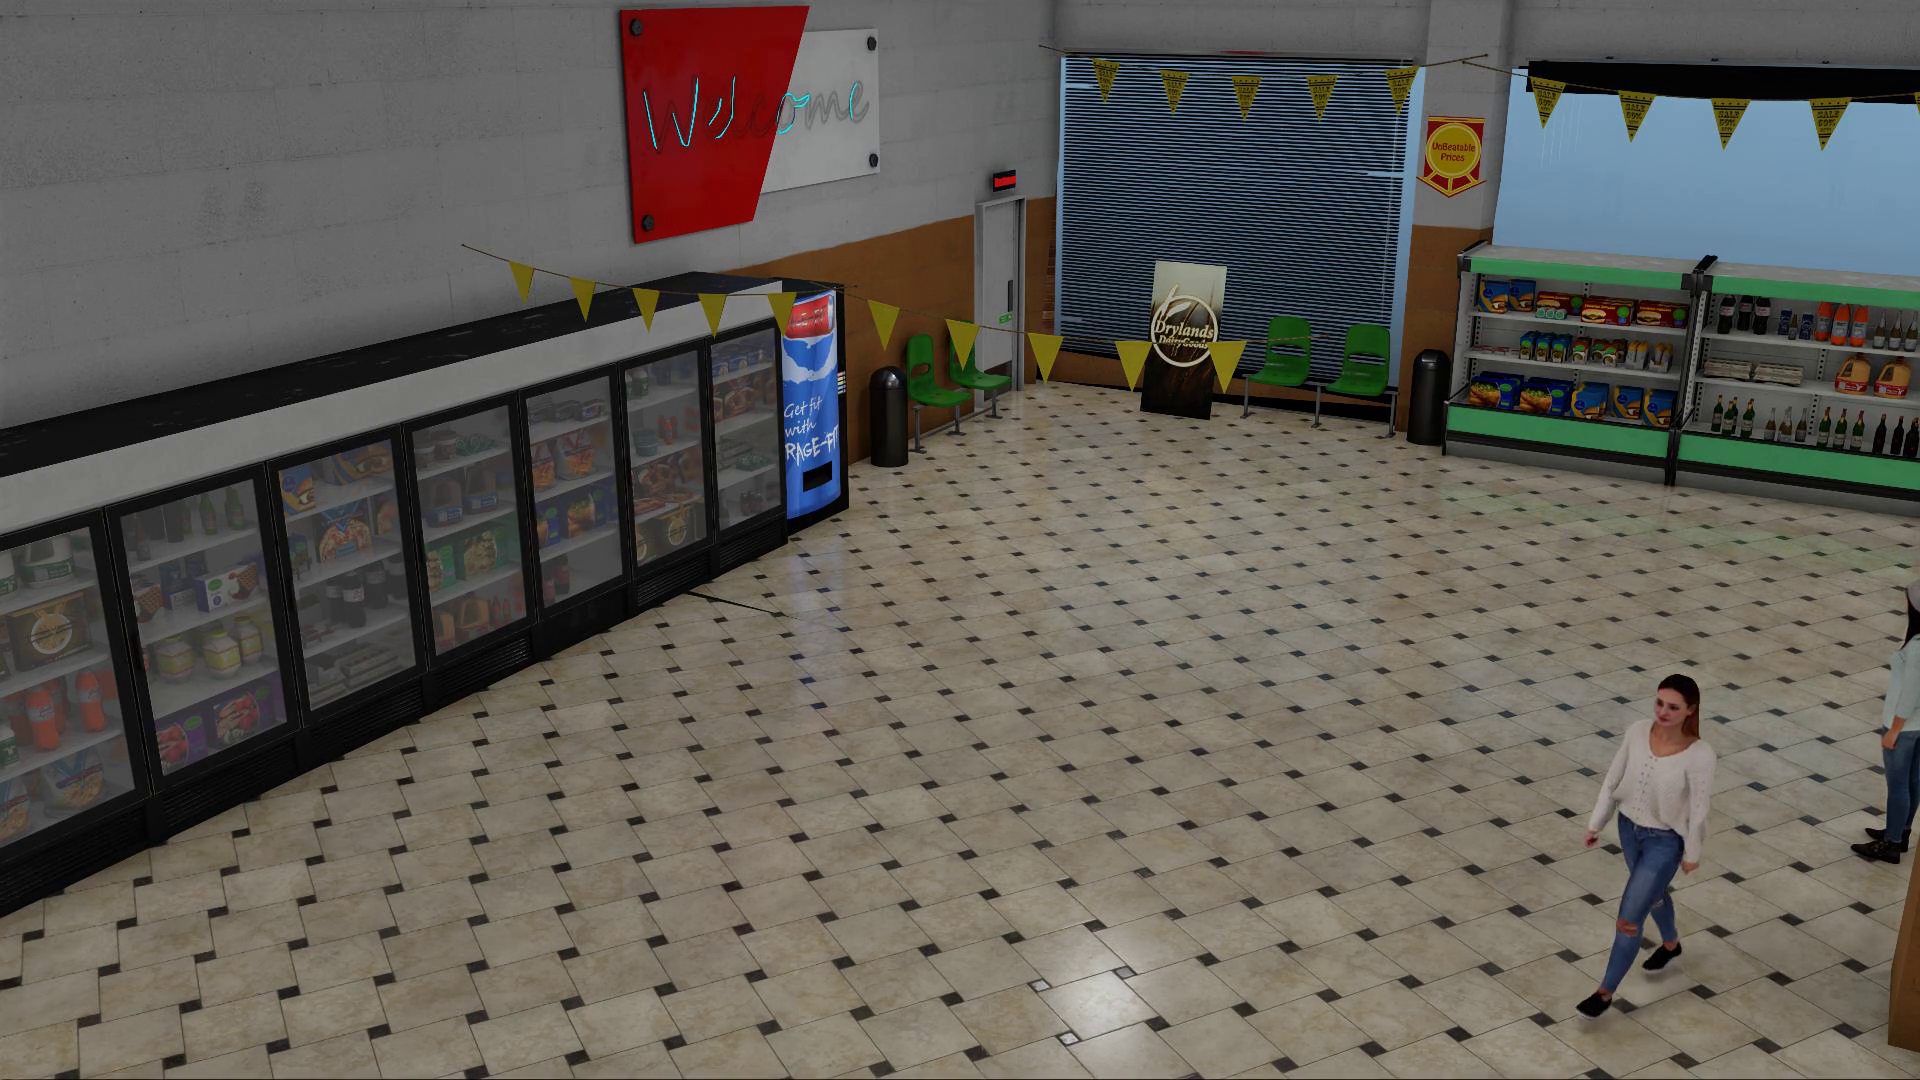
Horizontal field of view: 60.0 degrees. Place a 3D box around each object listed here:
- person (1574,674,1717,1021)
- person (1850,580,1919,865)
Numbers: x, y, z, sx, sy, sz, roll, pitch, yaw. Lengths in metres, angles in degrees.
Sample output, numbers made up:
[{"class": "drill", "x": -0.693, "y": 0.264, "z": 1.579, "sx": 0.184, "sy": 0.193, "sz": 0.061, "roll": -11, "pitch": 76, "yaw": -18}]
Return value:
[{"class": "person", "x": 3.294, "y": 1.404, "z": 7.830, "sx": 1.033, "sy": 1.649, "sz": 1.132, "roll": -12, "pitch": 22, "yaw": -31}, {"class": "person", "x": 5.201, "y": 0.975, "z": 9.103, "sx": 0.631, "sy": 1.649, "sz": 0.605, "roll": -15, "pitch": 24, "yaw": -38}]
